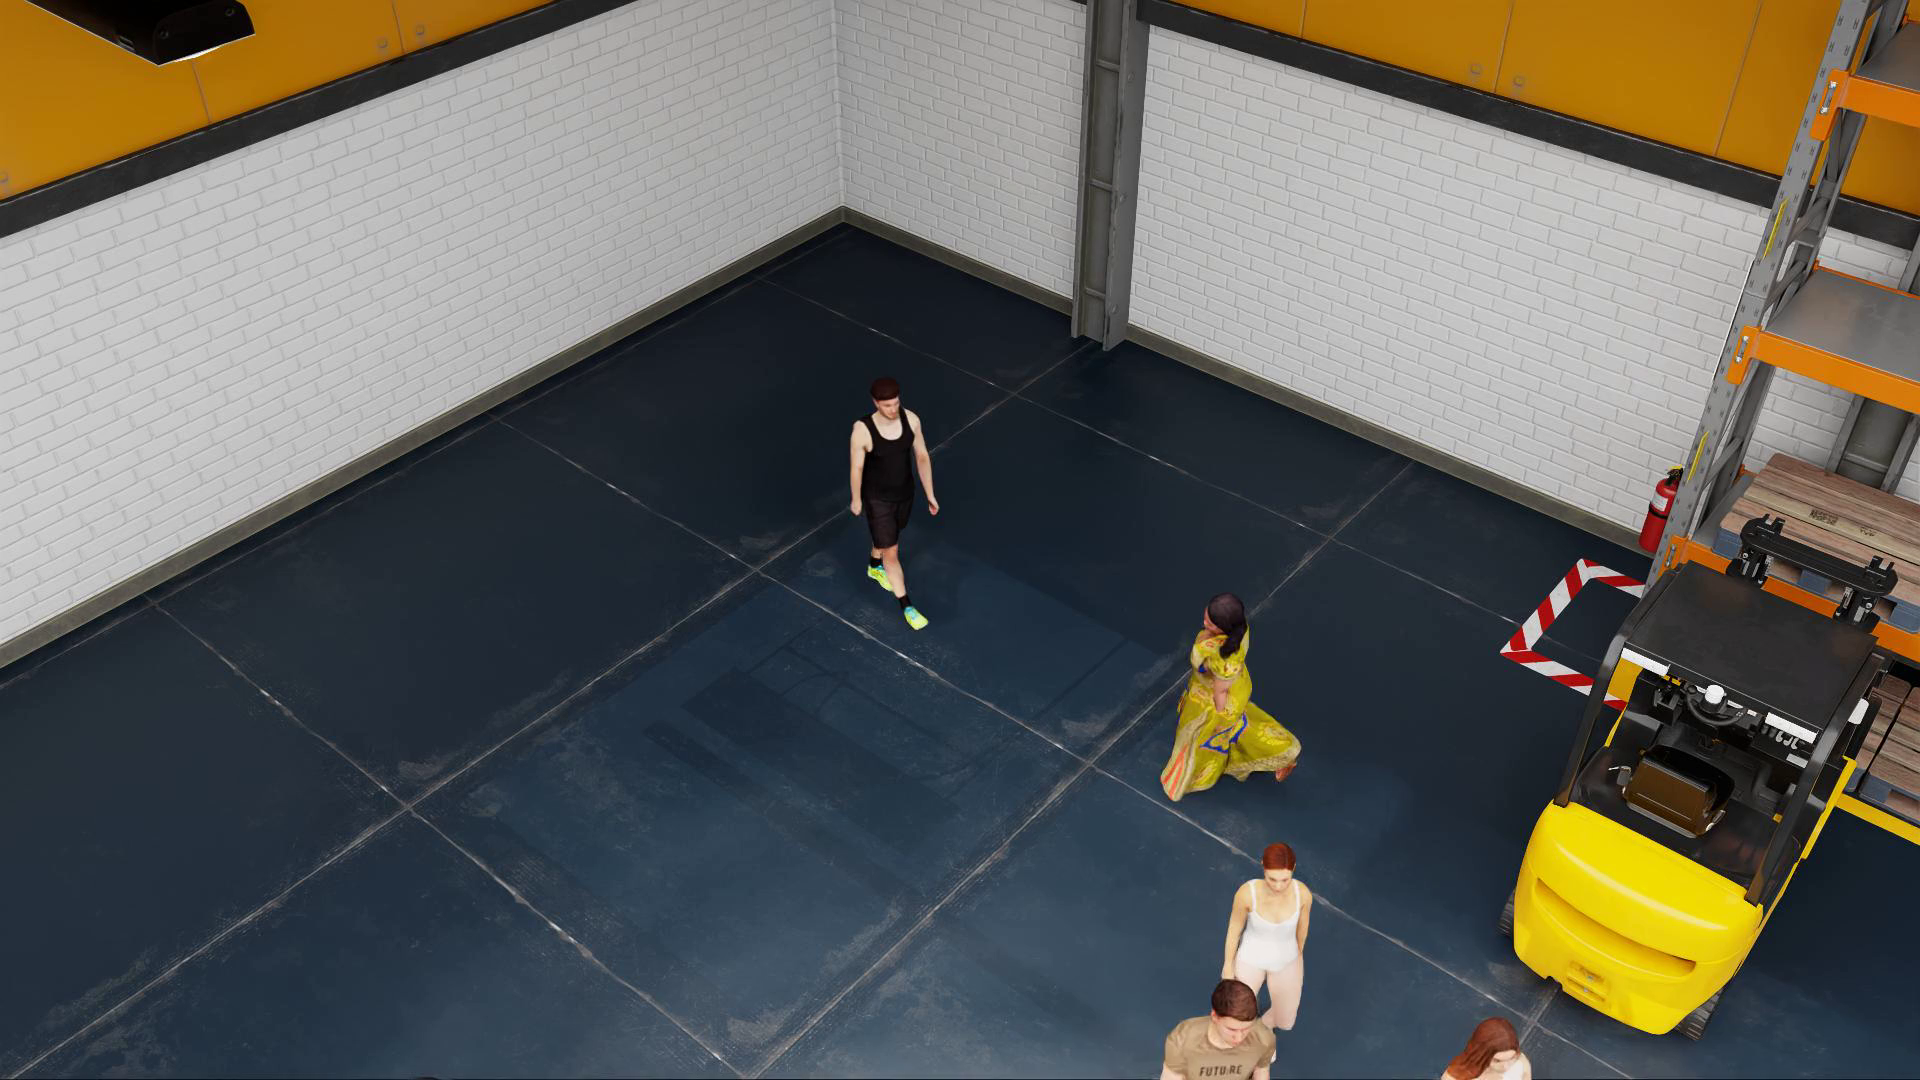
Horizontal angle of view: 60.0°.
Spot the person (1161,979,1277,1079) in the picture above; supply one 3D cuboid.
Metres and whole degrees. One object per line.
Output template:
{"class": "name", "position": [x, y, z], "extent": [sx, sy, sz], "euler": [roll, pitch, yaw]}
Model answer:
{"class": "person", "position": [1.115, 2.558, 7.645], "extent": [0.901, 1.840, 0.961], "euler": [-3, 39, -4]}

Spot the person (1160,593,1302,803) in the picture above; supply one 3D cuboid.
{"class": "person", "position": [1.612, 0.950, 9.830], "extent": [1.179, 1.626, 1.000], "euler": [10, 40, 12]}

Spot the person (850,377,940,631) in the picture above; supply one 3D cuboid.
{"class": "person", "position": [-0.530, -0.365, 11.297], "extent": [0.857, 1.849, 1.174], "euler": [-24, 44, -27]}

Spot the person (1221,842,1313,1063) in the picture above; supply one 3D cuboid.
{"class": "person", "position": [1.538, 2.056, 8.438], "extent": [0.662, 1.634, 0.735], "euler": [0, 39, 0]}

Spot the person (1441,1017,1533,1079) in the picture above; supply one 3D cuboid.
{"class": "person", "position": [2.293, 2.649, 7.663], "extent": [0.977, 1.675, 1.151], "euler": [-11, 40, -13]}
